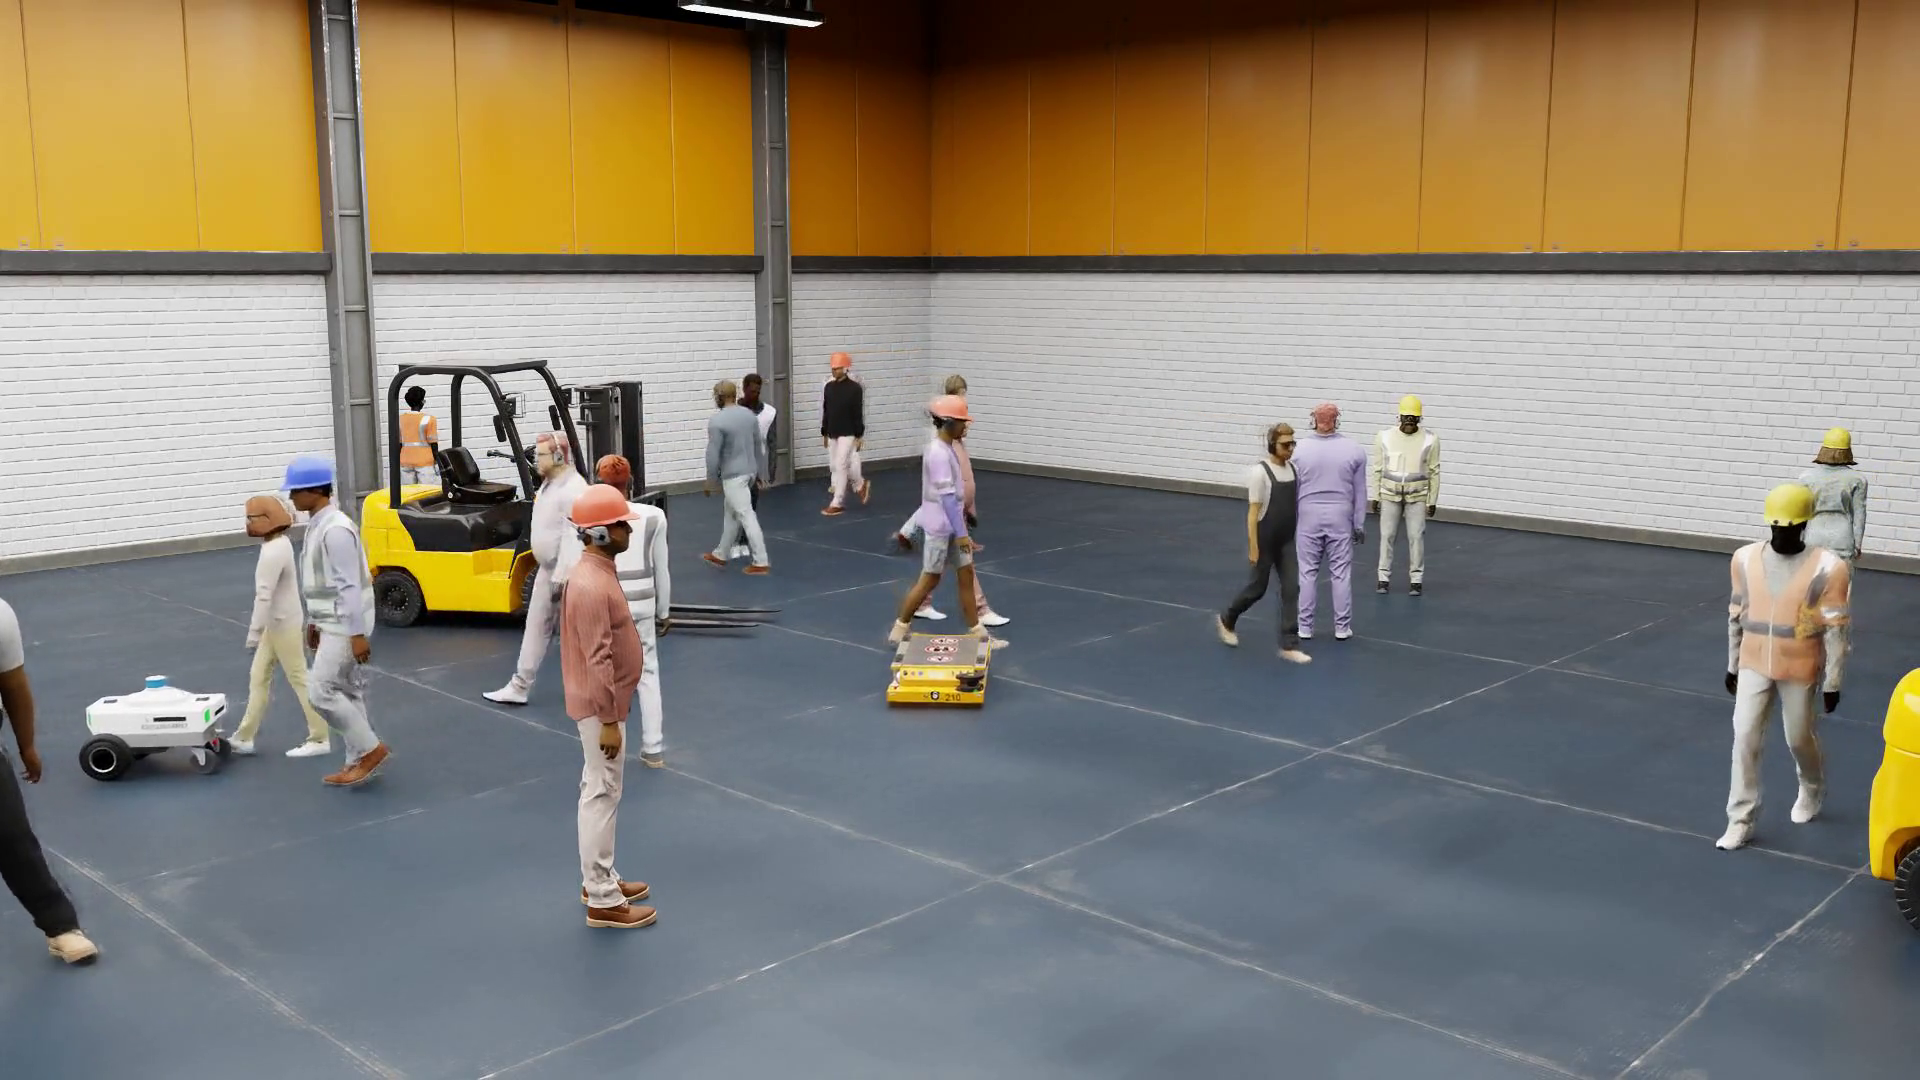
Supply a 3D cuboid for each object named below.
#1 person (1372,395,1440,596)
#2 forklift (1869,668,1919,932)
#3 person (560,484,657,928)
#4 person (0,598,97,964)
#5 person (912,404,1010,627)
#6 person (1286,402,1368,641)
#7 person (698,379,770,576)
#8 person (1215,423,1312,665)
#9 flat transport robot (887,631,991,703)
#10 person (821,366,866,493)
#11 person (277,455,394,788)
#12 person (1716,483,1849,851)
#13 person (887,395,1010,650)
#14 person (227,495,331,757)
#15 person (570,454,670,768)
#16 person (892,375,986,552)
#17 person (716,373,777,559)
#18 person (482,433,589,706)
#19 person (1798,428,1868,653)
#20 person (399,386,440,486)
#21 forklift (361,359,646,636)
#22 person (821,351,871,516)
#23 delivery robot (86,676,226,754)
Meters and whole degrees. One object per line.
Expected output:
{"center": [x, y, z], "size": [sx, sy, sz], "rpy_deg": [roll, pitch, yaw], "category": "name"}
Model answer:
{"center": [4.035, -0.404, 15.070], "size": [0.596, 1.825, 0.403], "rpy_deg": [3, 10, 20], "category": "person"}
{"center": [5.205, 0.723, 7.013], "size": [2.313, 2.155, 1.214], "rpy_deg": [9, 13, 43], "category": "forklift"}
{"center": [-1.600, 0.740, 7.511], "size": [0.375, 1.997, 0.612], "rpy_deg": [-2, 10, -14], "category": "person"}
{"center": [-4.145, 0.823, 6.868], "size": [0.856, 2.000, 0.575], "rpy_deg": [-8, 12, -39], "category": "person"}
{"center": [-0.019, -0.217, 13.803], "size": [0.903, 1.856, 0.654], "rpy_deg": [2, 9, 12], "category": "person"}
{"center": [2.882, -0.141, 13.235], "size": [0.694, 1.902, 0.395], "rpy_deg": [1, 9, 6], "category": "person"}
{"center": [-2.230, -0.603, 16.075], "size": [0.950, 1.886, 0.633], "rpy_deg": [5, 10, 26], "category": "person"}
{"center": [2.314, 0.001, 12.628], "size": [0.517, 1.818, 0.861], "rpy_deg": [-7, 12, -36], "category": "person"}
{"center": [-0.129, 0.890, 11.865], "size": [0.652, 0.197, 1.431], "rpy_deg": [1, 9, 3], "category": "flat transport robot"}
{"center": [-1.542, -1.528, 21.909], "size": [0.619, 1.839, 0.430], "rpy_deg": [-3, 10, -18], "category": "person"}
{"center": [-3.524, 0.479, 9.335], "size": [0.484, 1.922, 0.677], "rpy_deg": [-6, 11, -31], "category": "person"}
{"center": [4.274, 0.624, 8.597], "size": [0.925, 1.887, 0.586], "rpy_deg": [-9, 13, -44], "category": "person"}
{"center": [-0.123, -0.110, 12.772], "size": [0.963, 2.003, 0.616], "rpy_deg": [1, 9, 9], "category": "person"}
{"center": [-4.189, 0.533, 9.951], "size": [0.777, 1.598, 0.523], "rpy_deg": [-3, 10, -17], "category": "person"}
{"center": [-1.986, 0.432, 9.771], "size": [0.581, 1.879, 0.349], "rpy_deg": [-4, 10, -21], "category": "person"}
{"center": [-0.230, -0.772, 17.159], "size": [0.943, 1.887, 0.681], "rpy_deg": [-1, 9, -8], "category": "person"}
{"center": [-2.158, -0.750, 16.964], "size": [0.623, 1.887, 0.644], "rpy_deg": [-3, 10, -17], "category": "person"}
{"center": [-2.705, 0.205, 11.221], "size": [1.004, 1.853, 0.660], "rpy_deg": [-7, 12, -37], "category": "person"}
{"center": [6.673, 0.008, 12.771], "size": [0.484, 1.744, 0.294], "rpy_deg": [5, 11, 30], "category": "person"}
{"center": [-5.863, -0.818, 18.005], "size": [0.531, 1.694, 0.320], "rpy_deg": [3, 10, 19], "category": "person"}
{"center": [-3.850, -0.407, 13.936], "size": [2.313, 2.155, 1.214], "rpy_deg": [2, 9, 11], "category": "forklift"}
{"center": [-1.384, -1.301, 20.100], "size": [0.631, 1.973, 0.800], "rpy_deg": [9, 13, 42], "category": "person"}
{"center": [-4.714, 1.042, 9.779], "size": [0.707, 0.478, 0.477], "rpy_deg": [-1, 9, -7], "category": "delivery robot"}
